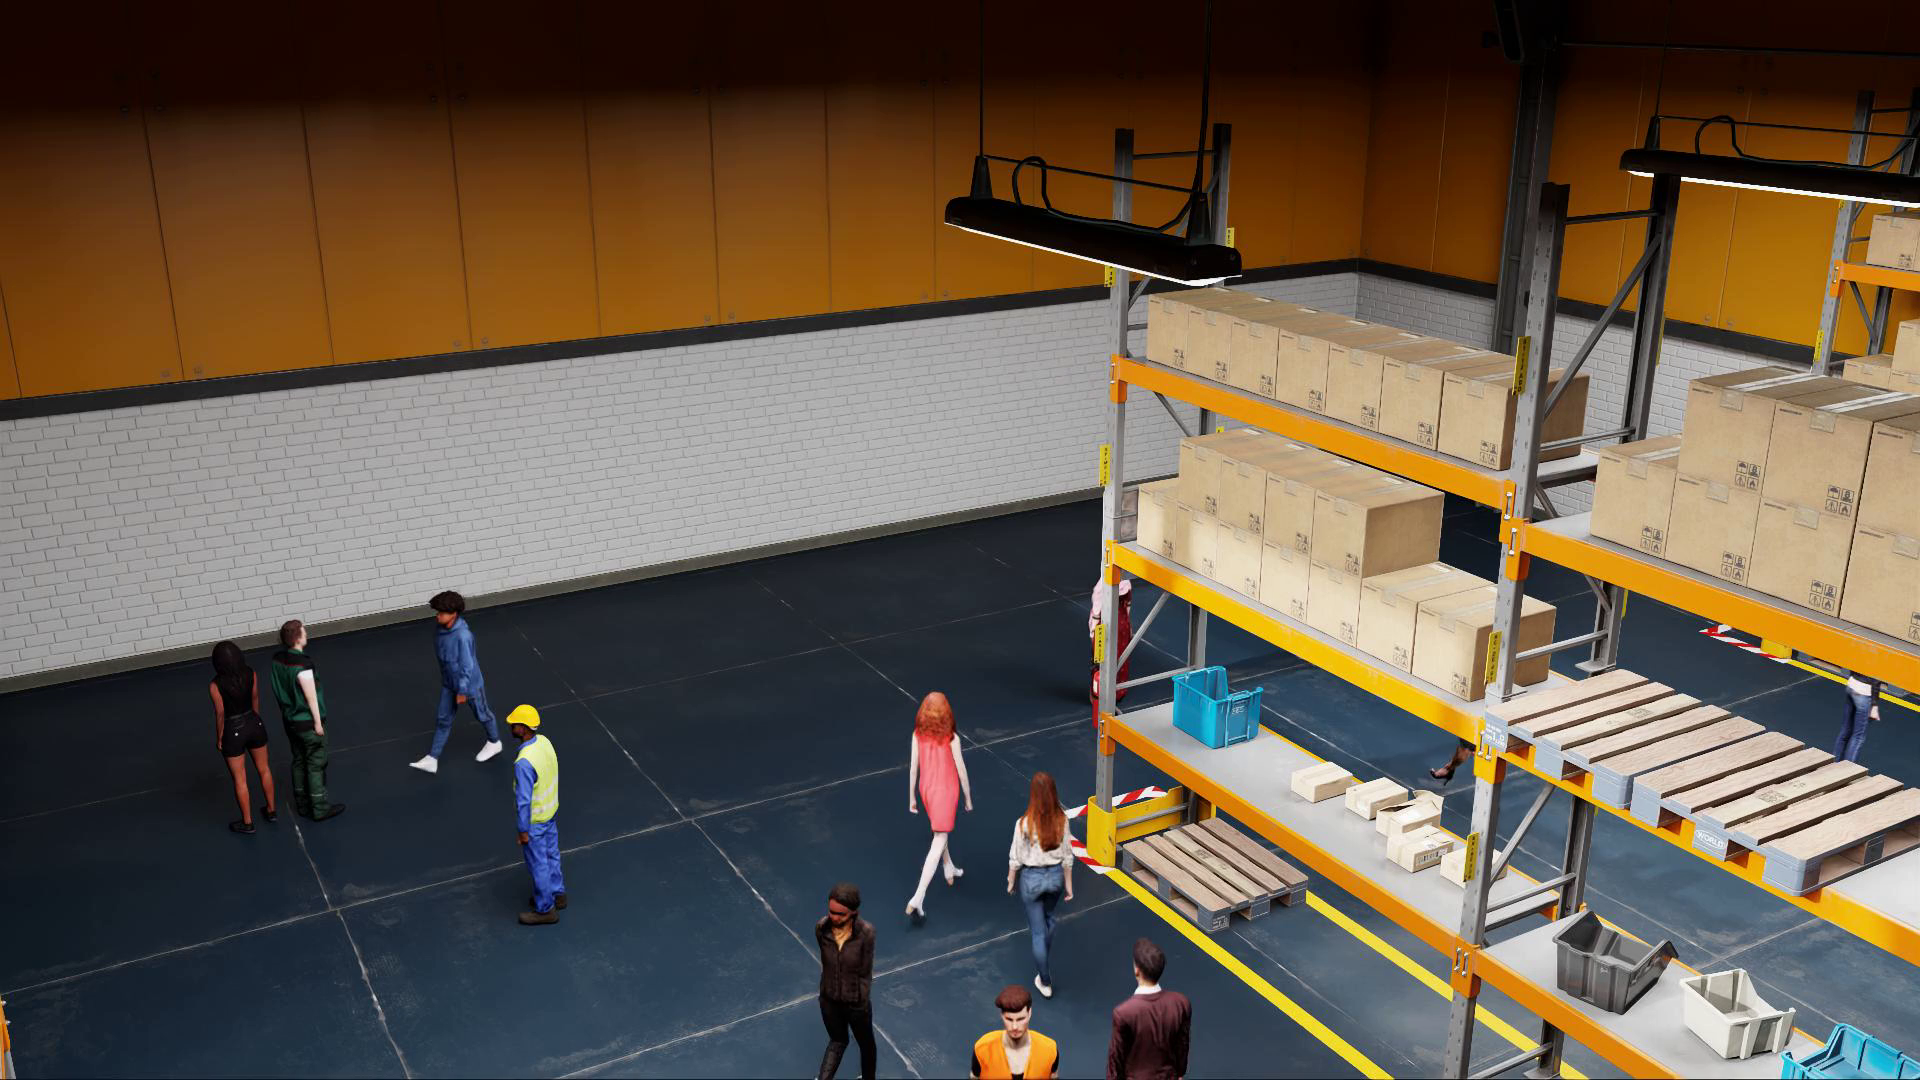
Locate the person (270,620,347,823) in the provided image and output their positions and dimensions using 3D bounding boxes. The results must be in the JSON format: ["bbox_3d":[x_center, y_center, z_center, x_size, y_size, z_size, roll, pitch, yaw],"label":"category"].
[{"bbox_3d":[-5.728,1.560,14.521,0.678,1.841,0.794,11,21,29],"label":"person"}]

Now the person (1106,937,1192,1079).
[{"bbox_3d":[1.101,3.218,9.589,0.799,1.848,0.800,-5,19,-14],"label":"person"}]

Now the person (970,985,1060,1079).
[{"bbox_3d":[0.290,3.300,9.278,0.783,1.888,0.792,-1,19,-2],"label":"person"}]

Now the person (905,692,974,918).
[{"bbox_3d":[-0.204,2.099,13.011,1.175,1.783,1.052,10,21,28],"label":"person"}]

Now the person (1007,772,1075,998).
[{"bbox_3d":[0.619,2.501,11.926,0.710,1.714,0.841,-5,19,-15],"label":"person"}]

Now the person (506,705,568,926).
[{"bbox_3d":[-3.287,2.113,12.924,0.813,1.812,0.722,2,19,7],"label":"person"}]

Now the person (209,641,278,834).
[{"bbox_3d":[-6.186,1.678,14.324,0.680,1.743,0.683,12,22,31],"label":"person"}]

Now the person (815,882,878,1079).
[{"bbox_3d":[-0.758,2.989,10.566,0.898,1.657,0.949,0,19,0],"label":"person"}]

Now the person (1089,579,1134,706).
[{"bbox_3d":[1.534,0.885,16.843,0.650,1.638,0.581,-11,21,-29],"label":"person"}]

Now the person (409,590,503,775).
[{"bbox_3d":[-4.561,1.294,15.444,1.213,1.757,1.075,13,23,34],"label":"person"}]
